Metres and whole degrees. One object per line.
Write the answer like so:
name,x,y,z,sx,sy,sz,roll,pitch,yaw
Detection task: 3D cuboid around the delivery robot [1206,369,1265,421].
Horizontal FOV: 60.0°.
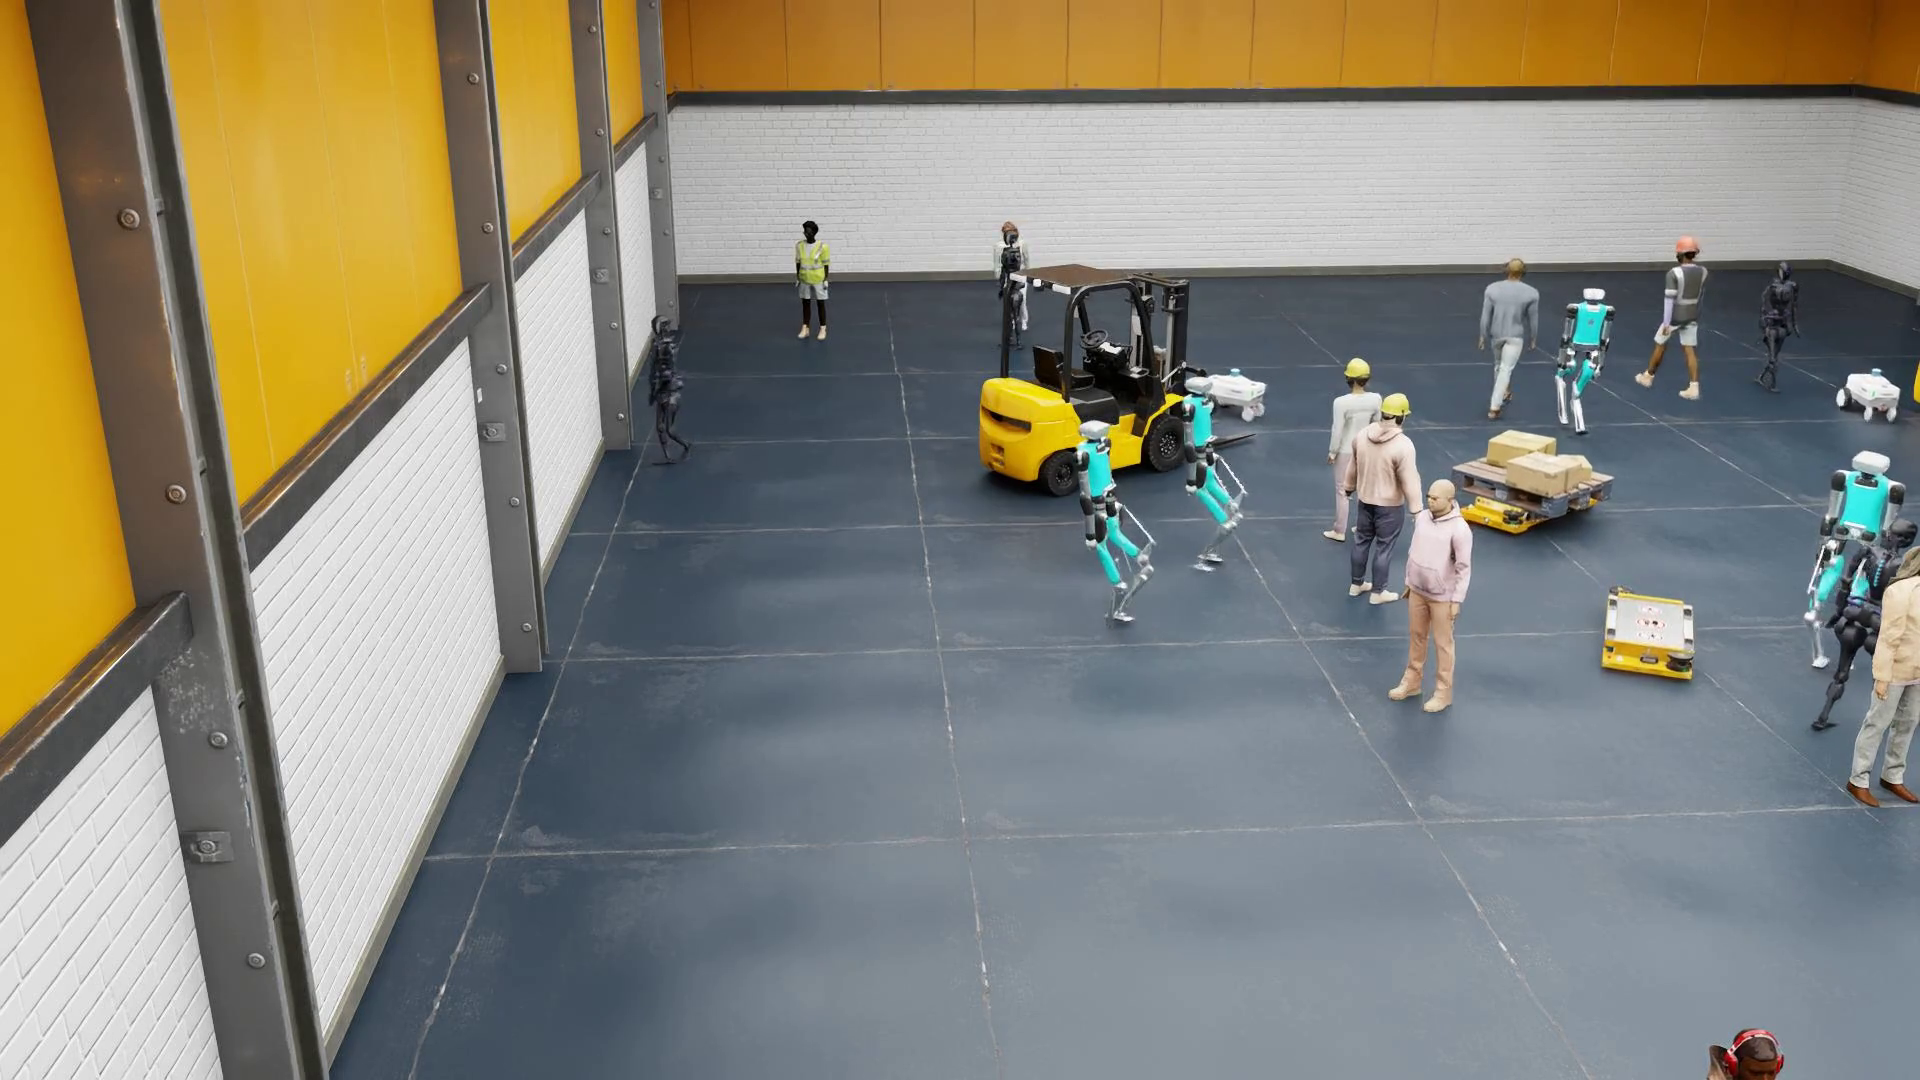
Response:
delivery robot,3.291,-1.762,19.992,0.759,0.579,0.499,15,25,35

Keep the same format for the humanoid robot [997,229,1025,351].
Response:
humanoid robot,0.717,-3.465,23.004,0.315,1.657,0.599,-8,22,-20

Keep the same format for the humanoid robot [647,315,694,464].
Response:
humanoid robot,-3.153,-1.631,18.051,0.491,1.631,0.595,-15,25,-34

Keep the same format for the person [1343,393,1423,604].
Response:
person,3.609,-0.351,14.284,0.435,1.856,0.816,-15,25,-36

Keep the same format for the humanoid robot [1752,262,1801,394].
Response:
humanoid robot,10.290,-2.696,20.983,0.623,1.644,0.598,-8,22,-20

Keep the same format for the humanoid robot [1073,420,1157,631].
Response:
humanoid robot,1.317,-0.037,13.750,0.767,1.871,0.541,11,23,27

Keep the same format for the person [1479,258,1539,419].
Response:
person,6.570,-2.435,19.917,0.642,1.884,1.046,13,24,31

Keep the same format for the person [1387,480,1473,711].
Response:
person,3.531,0.402,12.354,0.406,1.789,0.538,-13,24,-31

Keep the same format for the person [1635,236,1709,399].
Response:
person,8.987,-2.786,20.738,0.629,1.986,1.068,-5,21,-14

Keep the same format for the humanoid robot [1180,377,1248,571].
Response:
humanoid robot,2.330,-0.567,15.037,0.726,1.783,0.532,10,23,26

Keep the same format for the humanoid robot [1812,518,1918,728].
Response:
humanoid robot,6.566,0.601,11.995,0.614,1.638,0.625,-13,24,-32

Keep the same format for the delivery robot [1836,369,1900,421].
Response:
delivery robot,10.968,-1.758,19.991,0.499,0.587,0.762,1,20,3

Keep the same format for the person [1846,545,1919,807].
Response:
person,6.243,0.854,10.983,0.560,1.871,0.390,-5,21,-14

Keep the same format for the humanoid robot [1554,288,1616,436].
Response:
humanoid robot,7.120,-2.064,19.112,0.558,1.743,0.999,3,20,7

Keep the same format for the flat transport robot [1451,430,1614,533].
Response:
flat transport robot,5.692,-0.374,16.647,1.431,0.231,0.659,-15,25,-36

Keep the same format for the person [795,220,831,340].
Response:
person,-2.091,-3.686,23.594,0.535,1.695,0.322,7,21,19

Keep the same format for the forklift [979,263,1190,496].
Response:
forklift,1.315,-1.764,17.646,2.313,2.155,1.214,-14,24,-33

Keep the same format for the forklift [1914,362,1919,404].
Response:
forklift,12.602,-2.435,19.475,2.313,2.155,1.214,-1,20,-4

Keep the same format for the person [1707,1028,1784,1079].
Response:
person,2.987,2.602,6.525,0.469,1.651,0.329,-3,20,-8

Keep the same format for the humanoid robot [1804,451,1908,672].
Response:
humanoid robot,6.825,0.232,12.868,0.675,1.794,0.530,-18,27,-40

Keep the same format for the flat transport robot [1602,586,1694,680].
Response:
flat transport robot,5.622,0.749,13.586,0.659,0.231,1.431,8,22,20

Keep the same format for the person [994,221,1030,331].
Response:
person,0.749,-3.820,24.076,0.537,1.603,0.464,-2,20,-5

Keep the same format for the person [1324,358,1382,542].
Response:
person,3.715,-0.851,15.774,0.533,1.766,0.317,-8,21,-20
